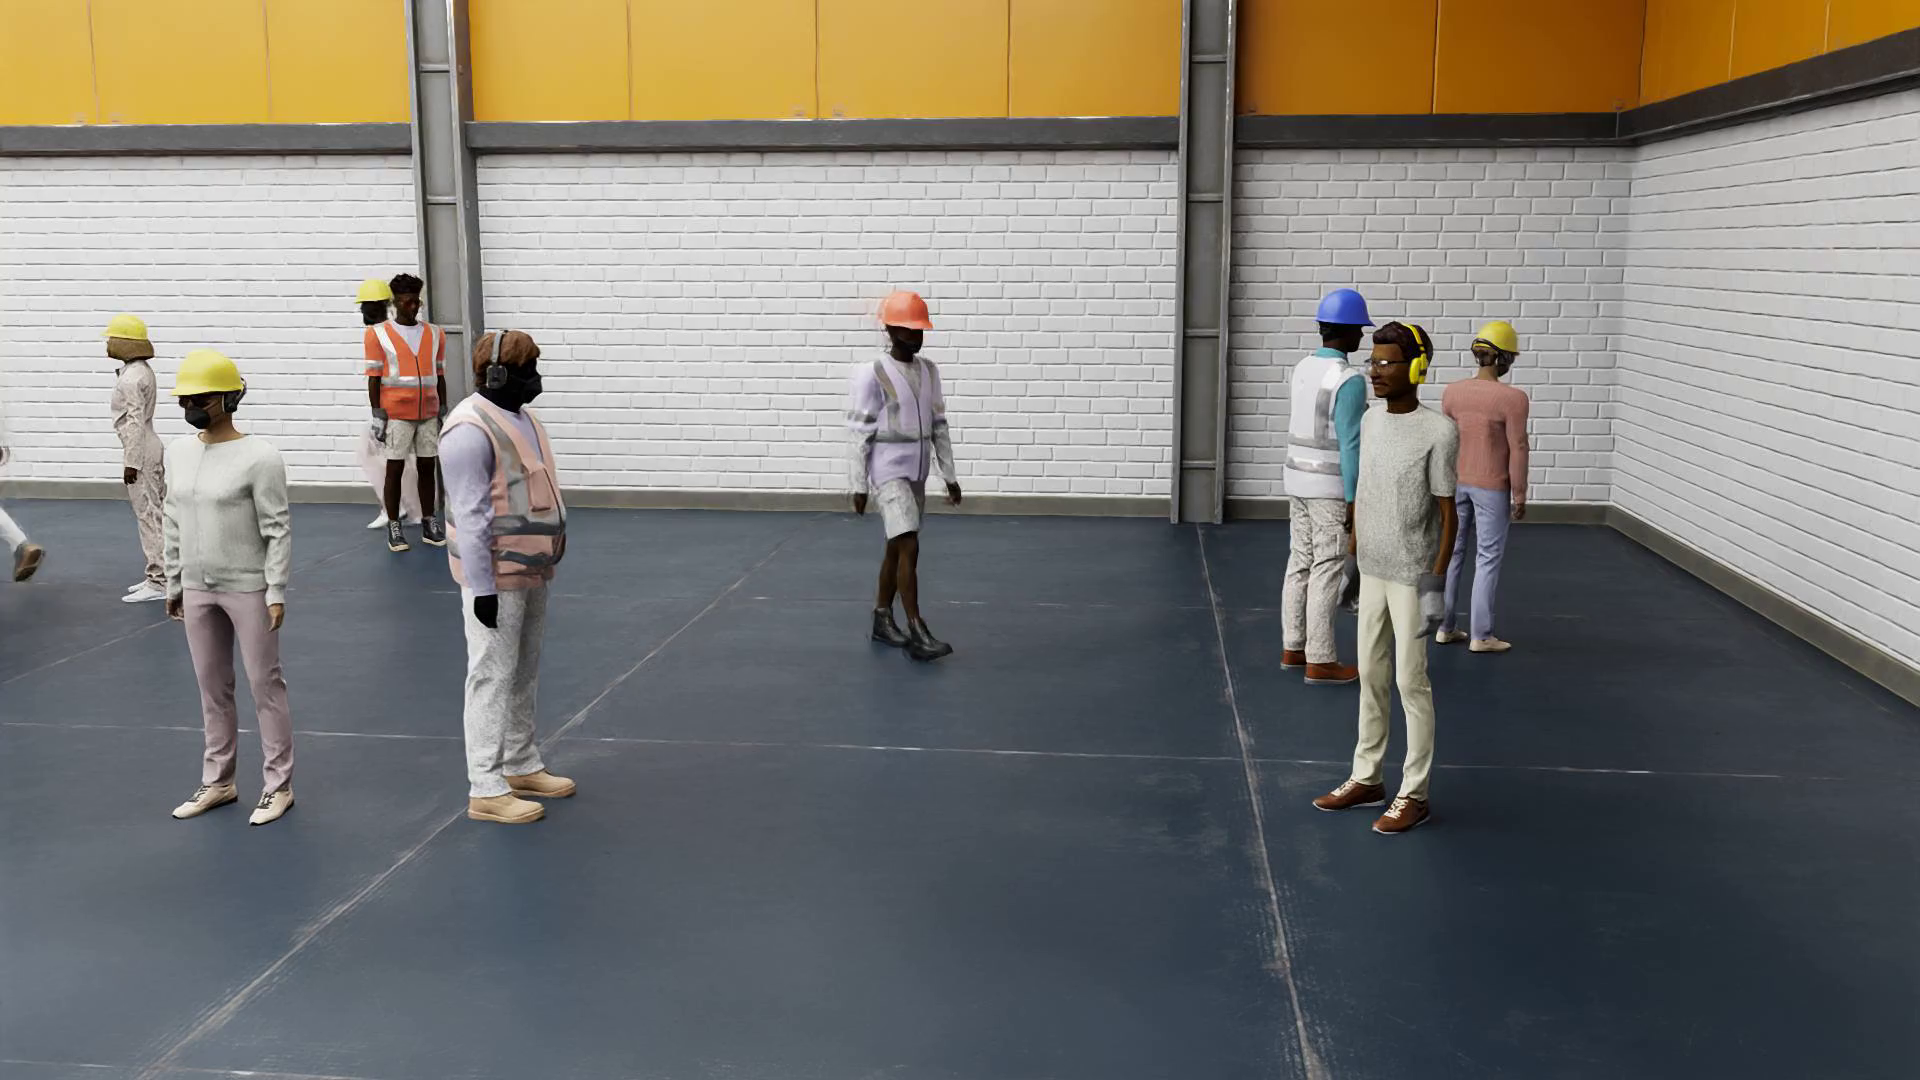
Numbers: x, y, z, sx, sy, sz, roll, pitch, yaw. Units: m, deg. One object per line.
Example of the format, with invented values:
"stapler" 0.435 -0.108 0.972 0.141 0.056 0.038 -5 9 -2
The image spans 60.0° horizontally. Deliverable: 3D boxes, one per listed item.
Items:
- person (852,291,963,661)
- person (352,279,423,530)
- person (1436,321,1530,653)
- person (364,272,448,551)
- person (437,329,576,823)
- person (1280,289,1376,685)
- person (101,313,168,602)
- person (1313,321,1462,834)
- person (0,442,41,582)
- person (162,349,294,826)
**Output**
"person" -0.214 -0.330 8.697 0.848 1.904 0.543 8 13 40
"person" -4.381 -1.022 12.655 0.529 1.908 0.602 -1 10 -3
"person" 2.774 -0.276 8.815 0.344 1.756 0.532 -8 13 -38
"person" -3.915 -0.914 11.855 0.605 1.966 0.367 -9 14 -43
"person" -1.695 0.130 6.274 0.429 1.838 0.628 1 10 8
"person" 1.822 -0.261 8.214 0.422 1.939 0.602 -3 10 -17
"person" -5.005 -0.500 10.121 0.288 1.746 0.484 -3 10 -18
"person" 1.586 0.138 6.106 0.330 1.874 0.518 -5 11 -28
"person" -6.036 -0.562 10.144 0.546 1.858 0.653 2 10 10
"person" -2.721 0.180 6.166 0.524 1.769 0.315 3 10 15
